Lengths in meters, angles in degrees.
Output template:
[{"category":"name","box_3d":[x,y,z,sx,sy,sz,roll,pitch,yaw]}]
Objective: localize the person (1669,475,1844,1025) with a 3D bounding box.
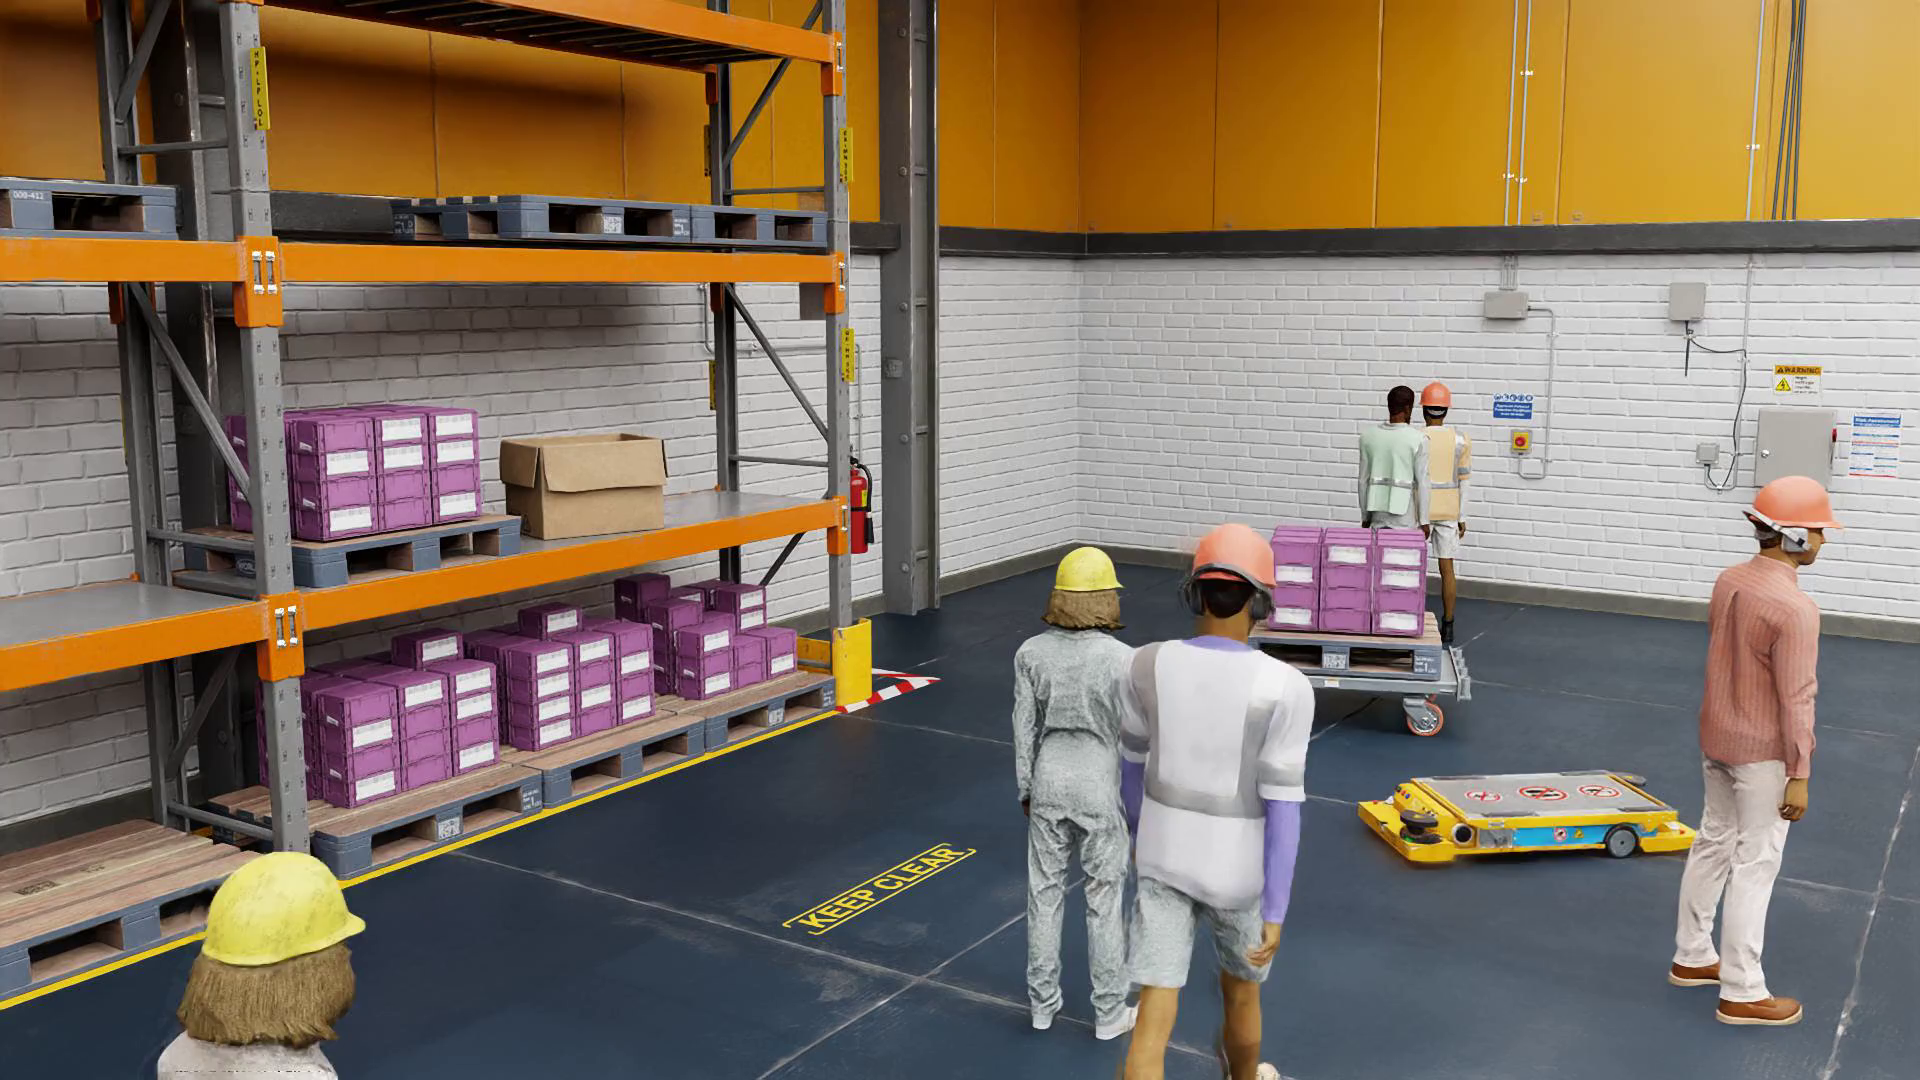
[{"category":"person","box_3d":[2.916,0.752,6.033,0.413,1.986,0.609,-1,9,-3]}]

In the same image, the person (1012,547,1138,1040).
[{"category":"person","box_3d":[0.429,0.890,5.905,0.488,1.741,0.316,4,10,26]}]

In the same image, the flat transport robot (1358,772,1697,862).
[{"category":"flat transport robot","box_3d":[2.708,1.308,7.947,1.431,0.197,0.652,-1,9,-7]}]

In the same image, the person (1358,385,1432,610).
[{"category":"person","box_3d":[3.221,-0.188,12.353,0.392,1.914,0.589,-9,12,-44]}]

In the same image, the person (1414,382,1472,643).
[{"category":"person","box_3d":[3.492,-0.198,12.335,0.543,1.939,0.359,0,9,2]}]

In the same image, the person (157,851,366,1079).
[{"category":"person","box_3d":[-1.125,1.368,2.840,0.490,1.734,0.353,5,10,27]}]

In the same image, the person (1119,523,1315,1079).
[{"category":"person","box_3d":[0.707,0.947,4.827,0.630,1.979,1.099,5,10,27]}]
